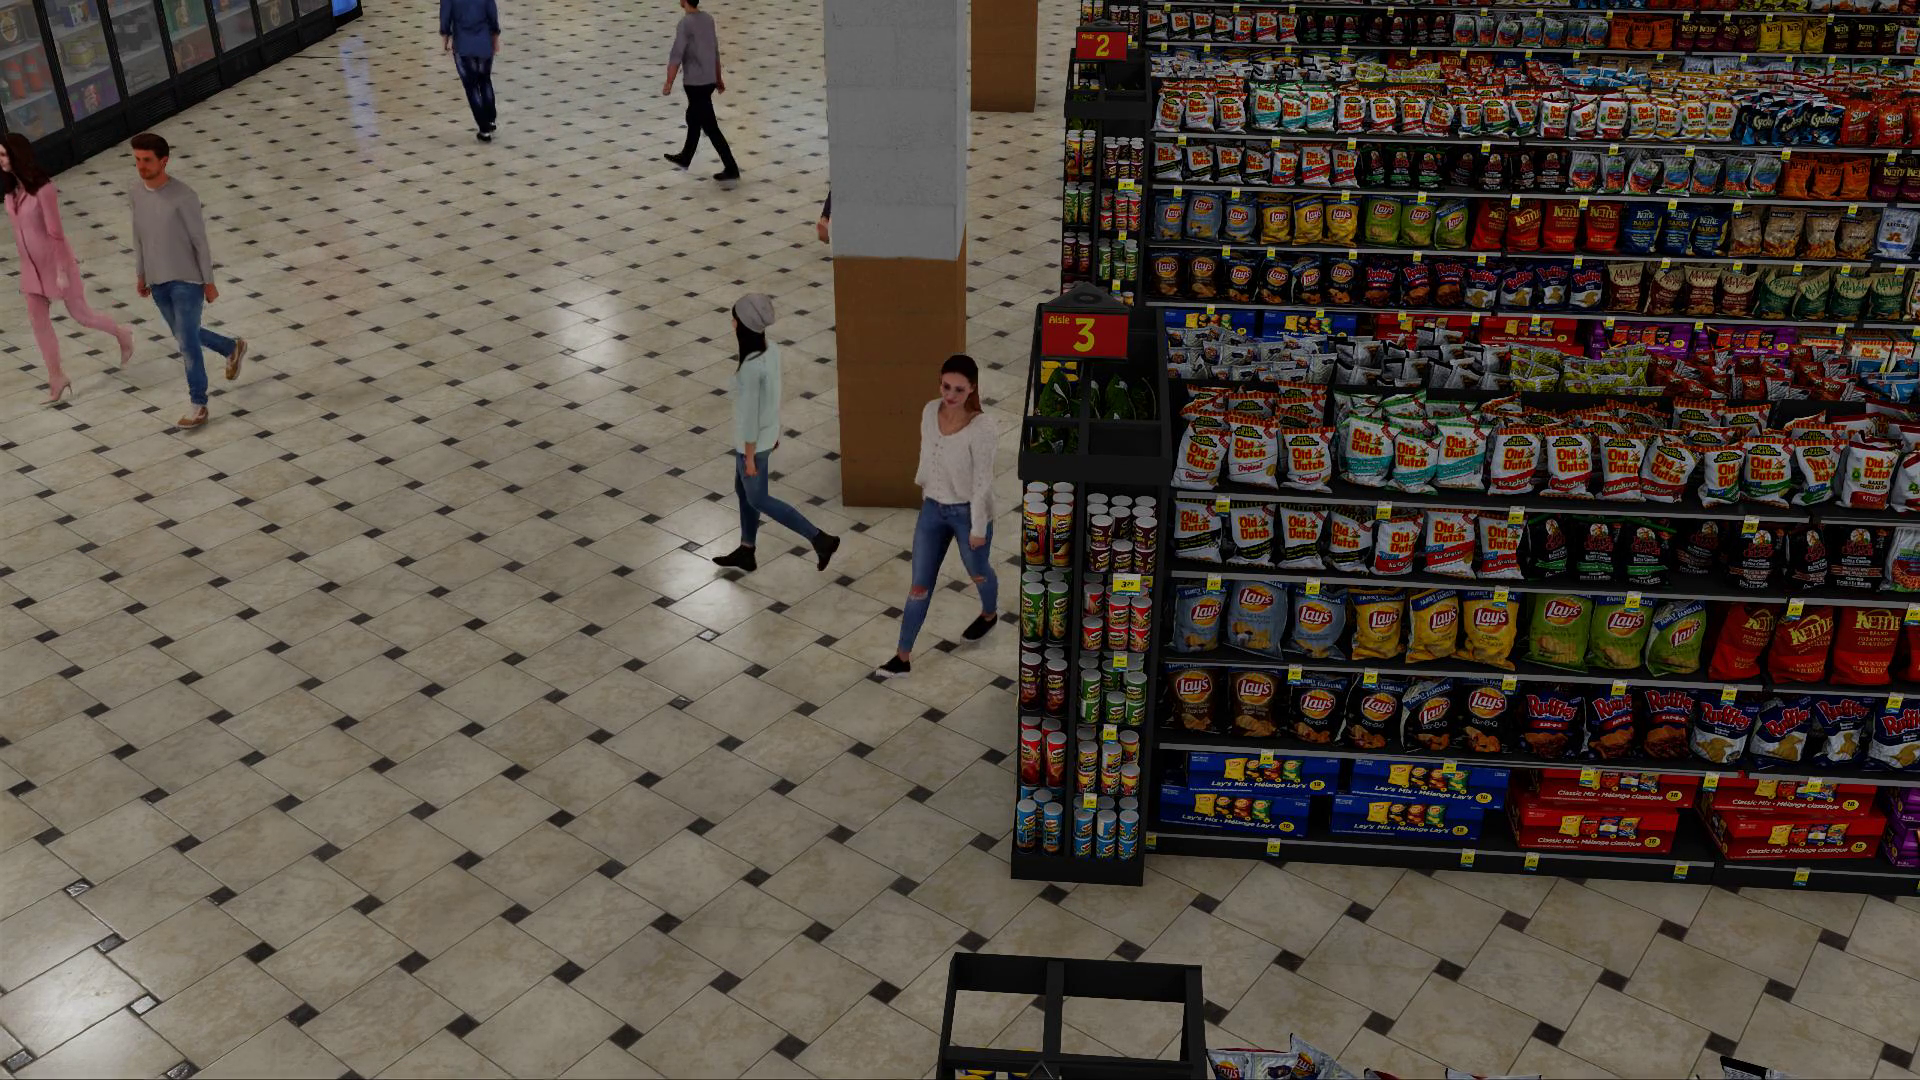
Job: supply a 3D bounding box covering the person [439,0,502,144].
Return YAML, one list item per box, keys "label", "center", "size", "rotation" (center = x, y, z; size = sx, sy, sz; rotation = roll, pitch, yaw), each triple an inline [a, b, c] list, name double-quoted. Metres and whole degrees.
- label: "person"
  center: [-4.857, -4.885, 16.670]
  size: [0.915, 1.803, 0.977]
  rotation: [-18, 34, -30]

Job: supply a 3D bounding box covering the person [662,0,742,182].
- label: "person"
  center: [-2.334, -4.206, 15.437]
  size: [1.236, 1.793, 0.903]
  rotation: [11, 30, 19]

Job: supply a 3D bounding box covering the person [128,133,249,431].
- label: "person"
  center: [-5.027, -1.714, 10.784]
  size: [1.130, 1.879, 0.899]
  rotation: [8, 30, 15]

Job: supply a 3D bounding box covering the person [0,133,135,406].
- label: "person"
  center: [-5.989, -1.831, 11.111]
  size: [1.092, 1.770, 0.872]
  rotation: [10, 30, 17]

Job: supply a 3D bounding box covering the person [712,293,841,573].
- label: "person"
  center: [-1.008, -0.527, 8.874]
  size: [0.994, 1.626, 0.632]
  rotation: [5, 29, 9]

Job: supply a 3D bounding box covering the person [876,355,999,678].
- label: "person"
  center: [0.039, -0.128, 8.130]
  size: [1.140, 1.637, 1.066]
  rotation: [21, 35, 33]
